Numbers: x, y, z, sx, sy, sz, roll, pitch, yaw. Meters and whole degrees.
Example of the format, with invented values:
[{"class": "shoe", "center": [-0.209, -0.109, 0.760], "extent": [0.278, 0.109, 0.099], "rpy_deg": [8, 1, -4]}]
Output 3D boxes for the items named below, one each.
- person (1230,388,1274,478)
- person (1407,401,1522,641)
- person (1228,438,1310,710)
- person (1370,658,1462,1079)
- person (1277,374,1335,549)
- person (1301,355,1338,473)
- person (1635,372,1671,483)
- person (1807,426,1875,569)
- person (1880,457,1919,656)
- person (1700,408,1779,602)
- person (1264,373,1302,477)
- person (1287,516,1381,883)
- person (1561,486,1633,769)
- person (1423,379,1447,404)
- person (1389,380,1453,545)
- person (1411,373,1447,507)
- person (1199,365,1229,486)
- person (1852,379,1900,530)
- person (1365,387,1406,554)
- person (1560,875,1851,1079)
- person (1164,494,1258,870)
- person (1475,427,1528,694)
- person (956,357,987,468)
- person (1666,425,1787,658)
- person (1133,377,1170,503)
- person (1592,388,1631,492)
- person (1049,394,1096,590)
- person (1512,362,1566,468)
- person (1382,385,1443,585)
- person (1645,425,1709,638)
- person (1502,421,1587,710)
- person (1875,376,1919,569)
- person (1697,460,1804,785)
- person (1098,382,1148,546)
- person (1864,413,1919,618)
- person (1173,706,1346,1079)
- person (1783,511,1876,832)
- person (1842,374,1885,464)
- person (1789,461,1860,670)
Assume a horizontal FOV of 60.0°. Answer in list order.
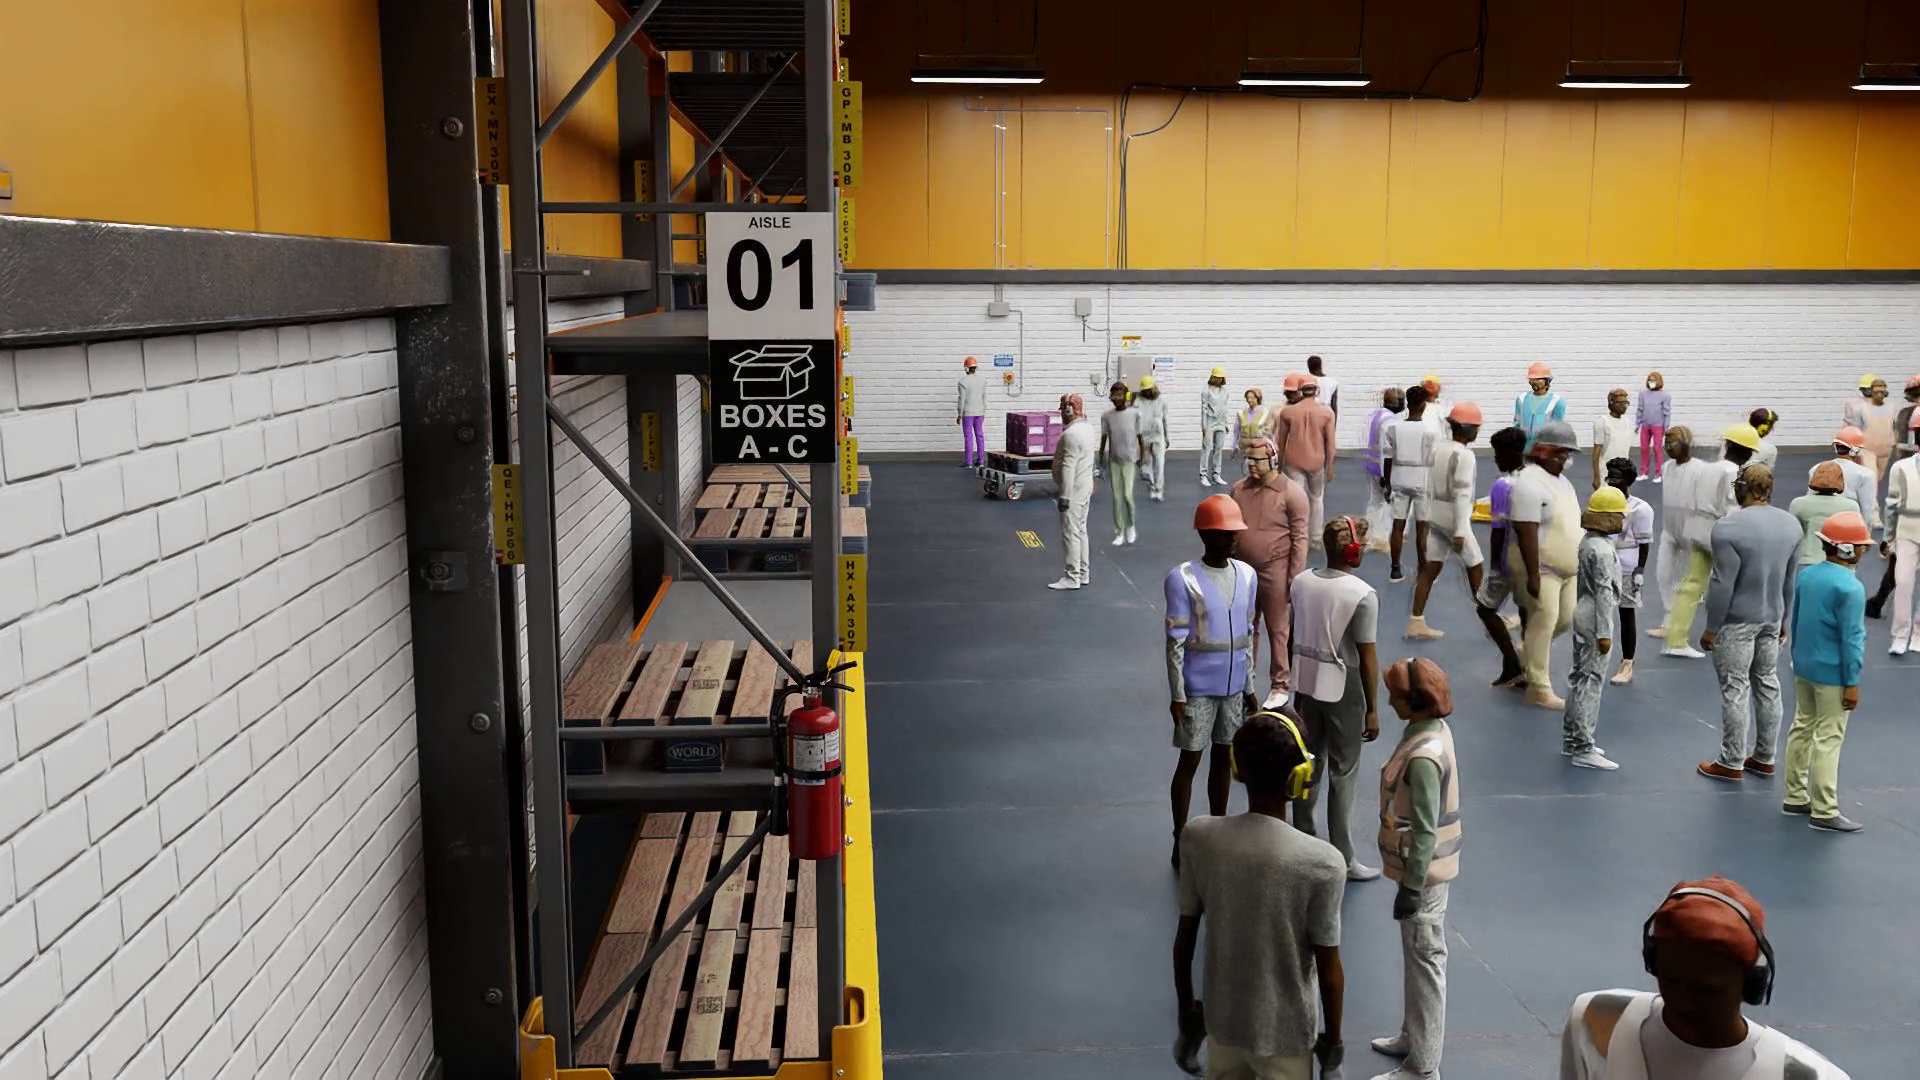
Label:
[{"class": "person", "center": [3.672, -1.094, 20.902], "extent": [0.531, 1.625, 0.470], "rpy_deg": [5, 10, 30]}, {"class": "person", "center": [4.187, -0.144, 13.756], "extent": [1.016, 1.991, 0.638], "rpy_deg": [-1, 9, -9]}, {"class": "person", "center": [2.108, 0.234, 11.666], "extent": [0.648, 1.907, 0.401], "rpy_deg": [9, 13, 44]}, {"class": "person", "center": [1.707, 1.236, 6.211], "extent": [0.312, 1.639, 0.512], "rpy_deg": [3, 9, 17]}, {"class": "person", "center": [3.796, -0.843, 18.286], "extent": [0.615, 1.946, 0.862], "rpy_deg": [2, 9, 10]}, {"class": "person", "center": [5.160, -1.717, 23.976], "extent": [0.617, 1.886, 0.703], "rpy_deg": [-2, 9, -11]}, {"class": "person", "center": [10.174, -1.658, 24.434], "extent": [0.285, 1.627, 0.510], "rpy_deg": [-7, 11, -36]}, {"class": "person", "center": [7.542, -0.099, 14.238], "extent": [0.339, 1.749, 0.573], "rpy_deg": [-6, 11, -33]}, {"class": "person", "center": [7.630, 0.004, 13.169], "extent": [0.610, 1.882, 0.888], "rpy_deg": [6, 11, 33]}, {"class": "person", "center": [7.125, -0.314, 15.362], "extent": [0.704, 1.829, 0.393], "rpy_deg": [6, 11, 34]}, {"class": "person", "center": [3.734, -0.907, 18.763], "extent": [0.617, 1.963, 0.984], "rpy_deg": [7, 12, 39]}, {"class": "person", "center": [1.863, 0.794, 8.341], "extent": [0.373, 1.843, 0.570], "rpy_deg": [-6, 11, -31]}, {"class": "person", "center": [3.957, 0.532, 10.306], "extent": [0.314, 1.743, 0.493], "rpy_deg": [1, 9, 7]}, {"class": "person", "center": [6.601, -1.515, 23.535], "extent": [0.549, 1.610, 0.656], "rpy_deg": [-2, 9, -12]}, {"class": "person", "center": [5.277, -0.867, 18.755], "extent": [0.893, 1.856, 0.391], "rpy_deg": [3, 9, 17]}, {"class": "person", "center": [6.119, -1.297, 21.727], "extent": [0.531, 1.765, 0.327], "rpy_deg": [8, 12, 42]}, {"class": "person", "center": [3.693, -1.648, 24.004], "extent": [0.489, 1.741, 0.321], "rpy_deg": [-5, 10, -30]}, {"class": "person", "center": [11.068, -1.063, 20.166], "extent": [0.524, 1.806, 0.963], "rpy_deg": [1, 9, 6]}, {"class": "person", "center": [4.640, -0.747, 18.082], "extent": [0.458, 1.824, 0.643], "rpy_deg": [0, 9, 2]}, {"class": "person", "center": [1.438, 1.570, 3.338], "extent": [0.572, 1.887, 0.358], "rpy_deg": [8, 12, 40]}, {"class": "person", "center": [1.289, 0.729, 8.448], "extent": [0.545, 1.943, 0.347], "rpy_deg": [-5, 10, -29]}, {"class": "person", "center": [4.032, 0.157, 12.030], "extent": [0.650, 1.944, 0.418], "rpy_deg": [-4, 10, -25]}, {"class": "person", "center": [0.174, -2.018, 26.282], "extent": [0.560, 1.753, 0.329], "rpy_deg": [-7, 11, -37]}, {"class": "person", "center": [6.076, 0.022, 13.125], "extent": [0.979, 1.859, 0.622], "rpy_deg": [-1, 9, -8]}, {"class": "person", "center": [2.553, -1.339, 22.219], "extent": [0.502, 1.677, 0.923], "rpy_deg": [1, 9, 5]}, {"class": "person", "center": [6.926, -0.696, 17.694], "extent": [0.509, 1.844, 0.329], "rpy_deg": [-5, 10, -28]}, {"class": "person", "center": [1.090, -0.471, 16.134], "extent": [0.401, 1.896, 0.659], "rpy_deg": [3, 10, 19]}, {"class": "person", "center": [6.643, -1.033, 19.198], "extent": [0.608, 2.044, 0.370], "rpy_deg": [8, 12, 42]}, {"class": "person", "center": [4.446, -0.539, 16.330], "extent": [0.604, 1.966, 0.367], "rpy_deg": [6, 11, 33]}, {"class": "person", "center": [6.109, -0.056, 13.837], "extent": [0.628, 1.811, 0.579], "rpy_deg": [-4, 10, -23]}, {"class": "person", "center": [4.140, 0.156, 11.736], "extent": [0.546, 2.000, 0.702], "rpy_deg": [8, 12, 41]}, {"class": "person", "center": [9.935, -0.706, 17.352], "extent": [0.398, 1.989, 0.708], "rpy_deg": [1, 9, 6]}, {"class": "person", "center": [4.710, 0.492, 9.945], "extent": [0.633, 1.938, 0.356], "rpy_deg": [-3, 10, -19]}, {"class": "person", "center": [1.812, -0.848, 18.620], "extent": [0.564, 1.851, 0.418], "rpy_deg": [4, 10, 22]}, {"class": "person", "center": [8.353, -0.184, 14.403], "extent": [0.551, 1.880, 1.010], "rpy_deg": [-5, 11, -31]}, {"class": "person", "center": [0.829, 1.377, 4.604], "extent": [0.519, 1.873, 0.335], "rpy_deg": [6, 11, 35]}, {"class": "person", "center": [4.797, 0.709, 9.158], "extent": [0.339, 1.752, 0.564], "rpy_deg": [0, 9, -2]}, {"class": "person", "center": [11.777, -1.284, 21.670], "extent": [0.525, 1.760, 0.347], "rpy_deg": [7, 12, 39]}, {"class": "person", "center": [6.557, 0.211, 12.663], "extent": [0.498, 1.634, 0.282], "rpy_deg": [7, 11, 37]}]
